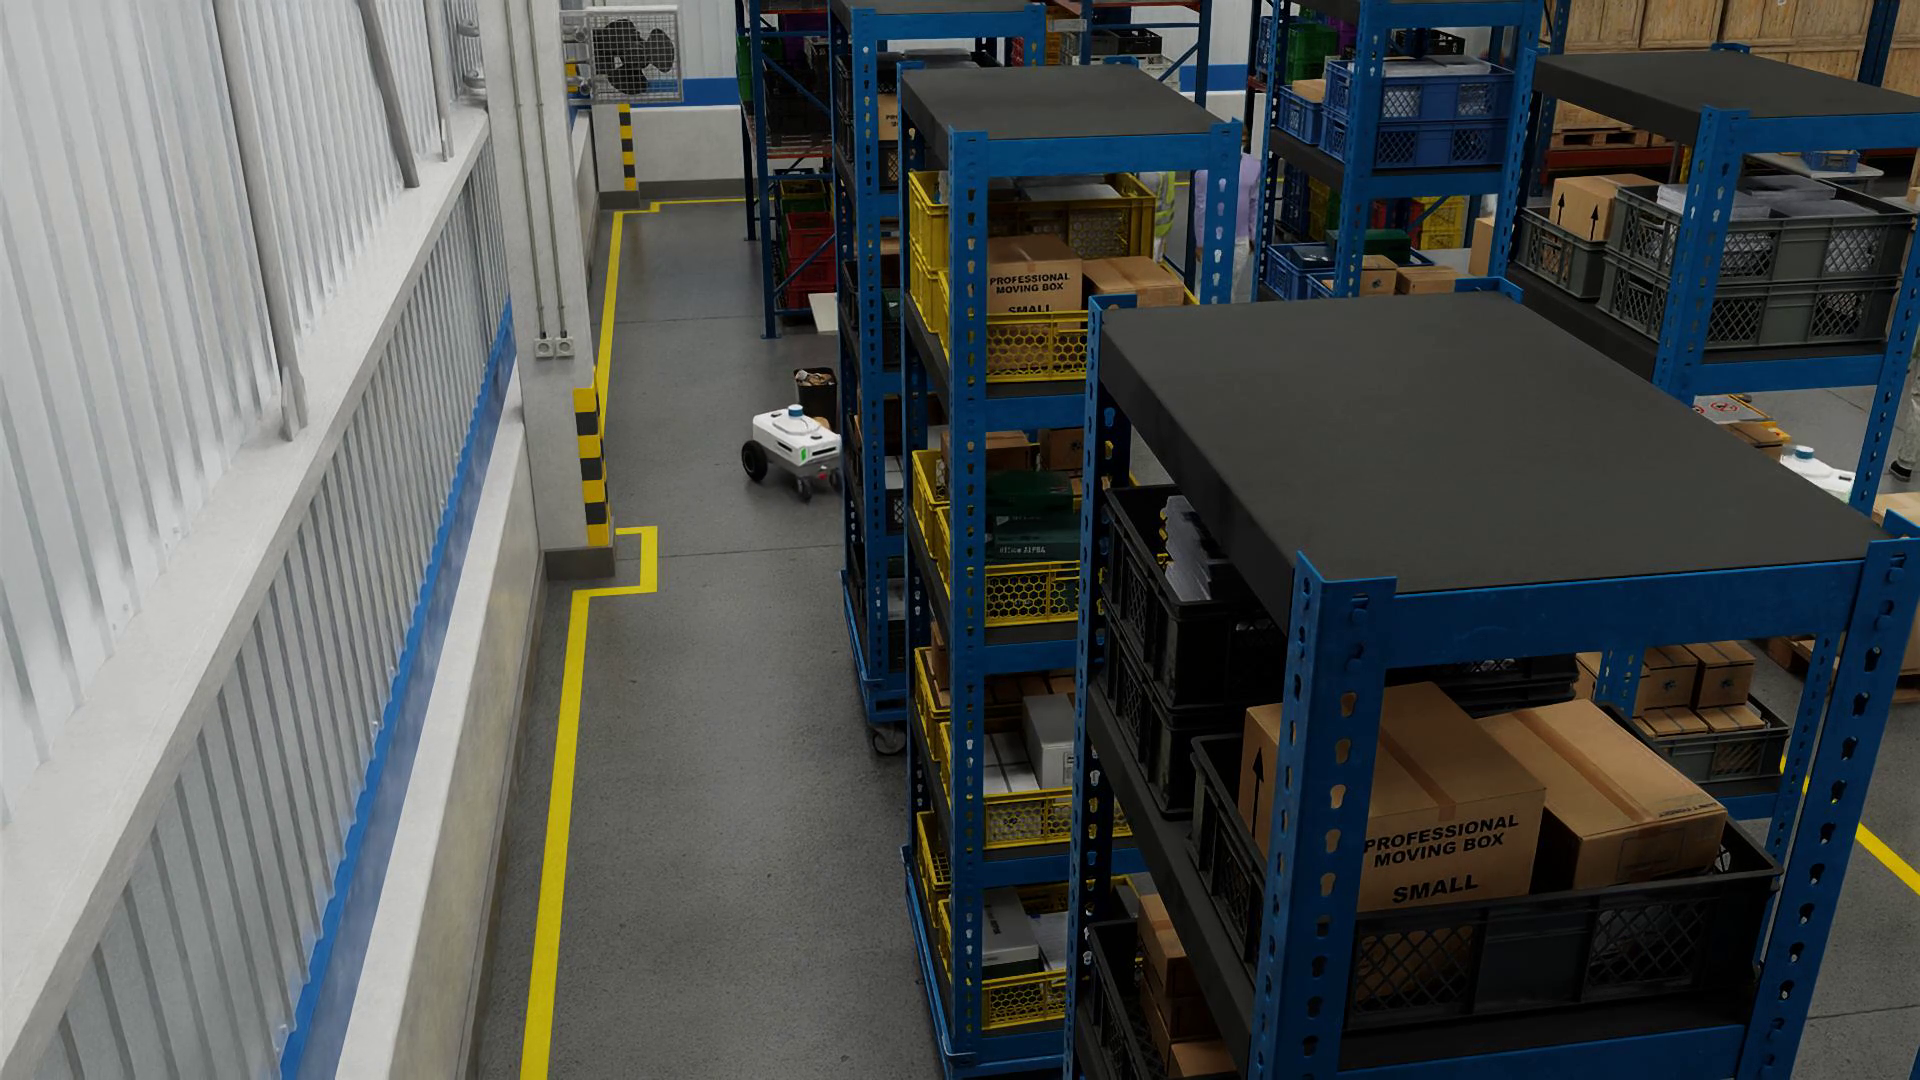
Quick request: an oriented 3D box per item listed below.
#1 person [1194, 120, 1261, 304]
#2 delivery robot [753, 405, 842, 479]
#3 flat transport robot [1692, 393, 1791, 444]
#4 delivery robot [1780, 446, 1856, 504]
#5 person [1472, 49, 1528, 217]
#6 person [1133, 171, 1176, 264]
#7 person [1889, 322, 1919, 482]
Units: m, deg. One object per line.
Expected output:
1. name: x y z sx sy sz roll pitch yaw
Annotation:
1. person: 2.190 -2.485 13.690 0.629 1.936 0.372 -13 28 -26
2. delivery robot: -1.107 -0.677 11.293 0.477 0.478 0.707 -17 30 -33
3. flat transport robot: 5.224 -0.859 12.132 1.431 0.197 0.652 -4 25 -8
4. delivery robot: 5.337 -0.359 10.601 0.707 0.478 0.477 17 30 33
5. person: 5.716 -4.309 17.781 0.655 1.825 0.906 2 25 4
6. person: 1.592 -2.631 14.138 0.429 1.834 0.629 8 26 17
7. person: 6.643 -1.259 11.145 0.591 1.834 0.404 10 27 21
